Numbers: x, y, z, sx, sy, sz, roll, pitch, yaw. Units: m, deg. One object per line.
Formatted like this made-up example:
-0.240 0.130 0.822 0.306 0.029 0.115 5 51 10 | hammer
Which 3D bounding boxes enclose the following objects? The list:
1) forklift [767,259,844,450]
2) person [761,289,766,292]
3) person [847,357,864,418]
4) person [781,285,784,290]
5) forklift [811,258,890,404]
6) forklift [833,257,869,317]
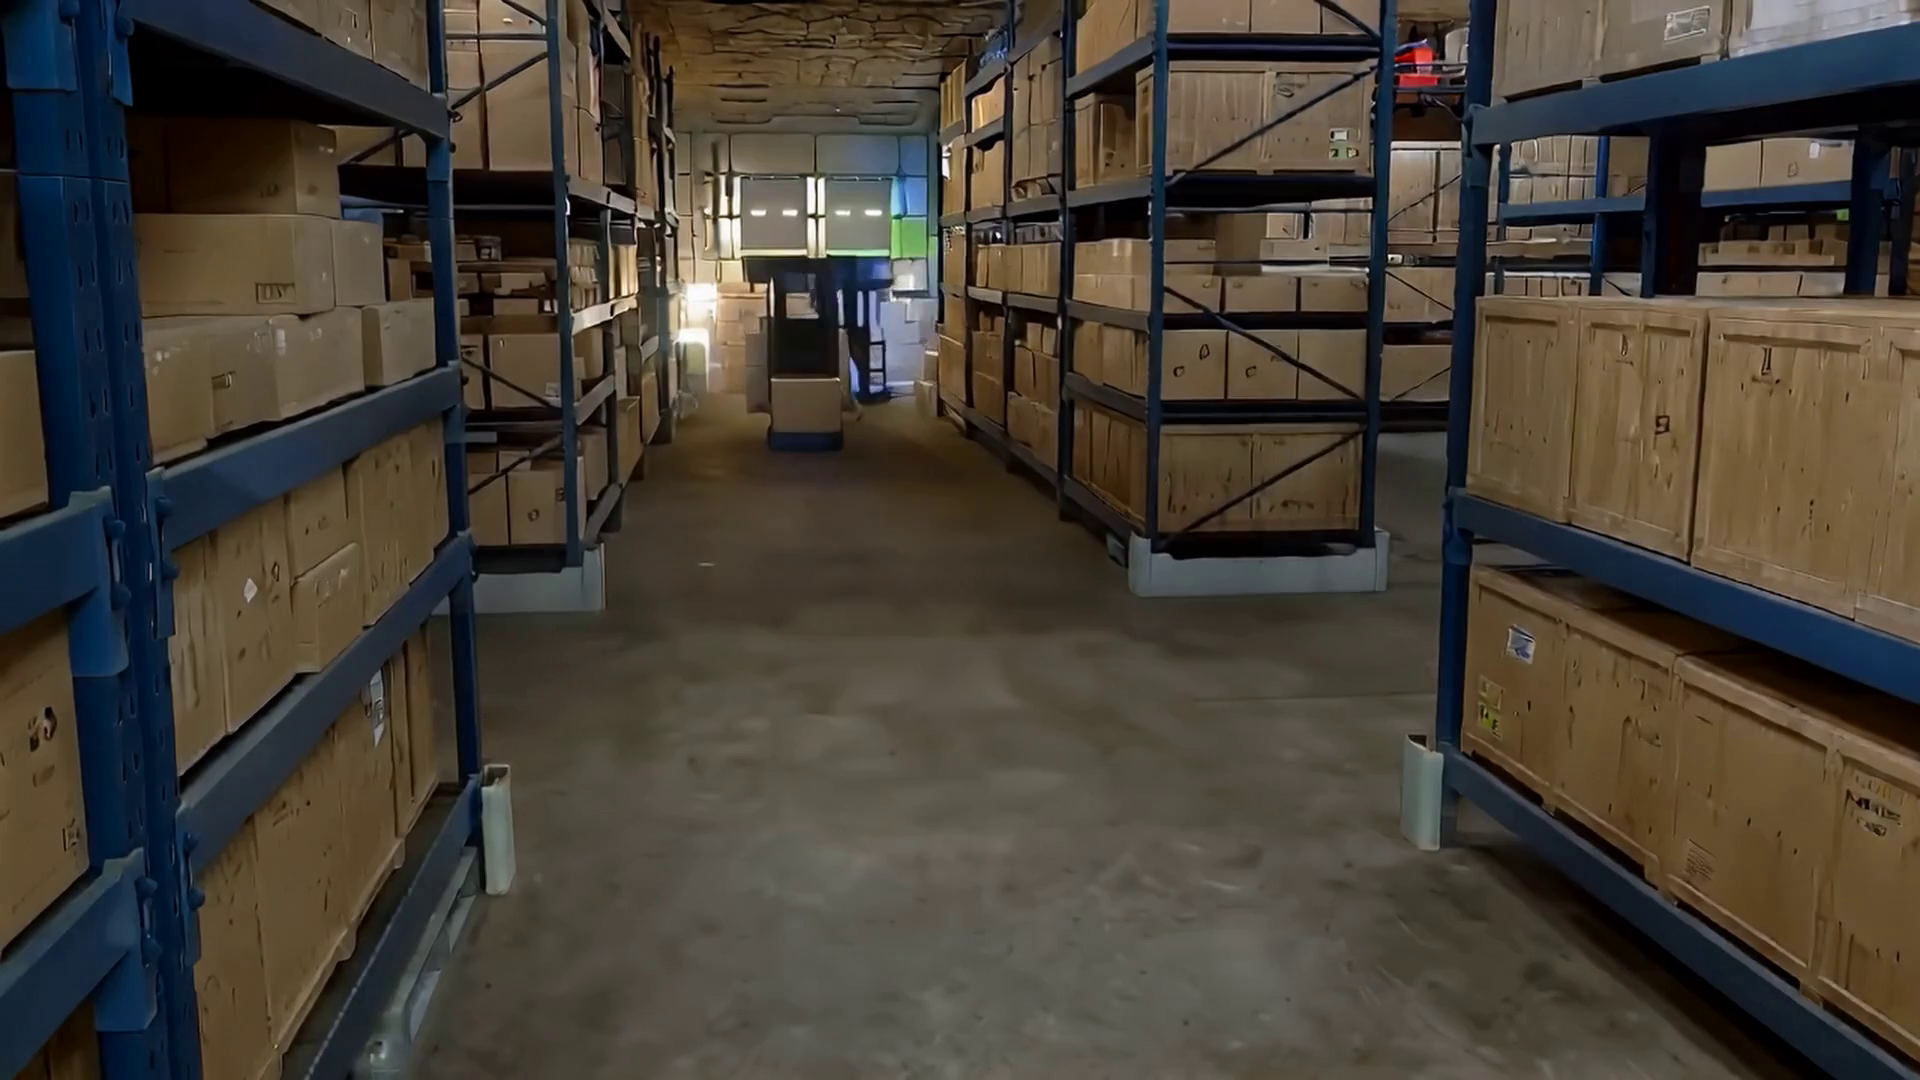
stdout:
-2.347 -2.818 24.971 1.129 2.768 1.873 -1 10 -7 | forklift
-5.369 -5.941 45.894 0.372 1.940 0.632 0 10 1 | person
-2.040 -2.898 29.192 0.739 1.600 0.521 7 12 37 | person
-5.924 -7.635 55.908 0.980 1.899 0.561 4 10 21 | person
-2.374 -3.946 31.538 1.129 2.768 1.873 8 12 37 | forklift
-2.970 -6.678 47.442 1.873 2.768 1.129 6 11 30 | forklift
